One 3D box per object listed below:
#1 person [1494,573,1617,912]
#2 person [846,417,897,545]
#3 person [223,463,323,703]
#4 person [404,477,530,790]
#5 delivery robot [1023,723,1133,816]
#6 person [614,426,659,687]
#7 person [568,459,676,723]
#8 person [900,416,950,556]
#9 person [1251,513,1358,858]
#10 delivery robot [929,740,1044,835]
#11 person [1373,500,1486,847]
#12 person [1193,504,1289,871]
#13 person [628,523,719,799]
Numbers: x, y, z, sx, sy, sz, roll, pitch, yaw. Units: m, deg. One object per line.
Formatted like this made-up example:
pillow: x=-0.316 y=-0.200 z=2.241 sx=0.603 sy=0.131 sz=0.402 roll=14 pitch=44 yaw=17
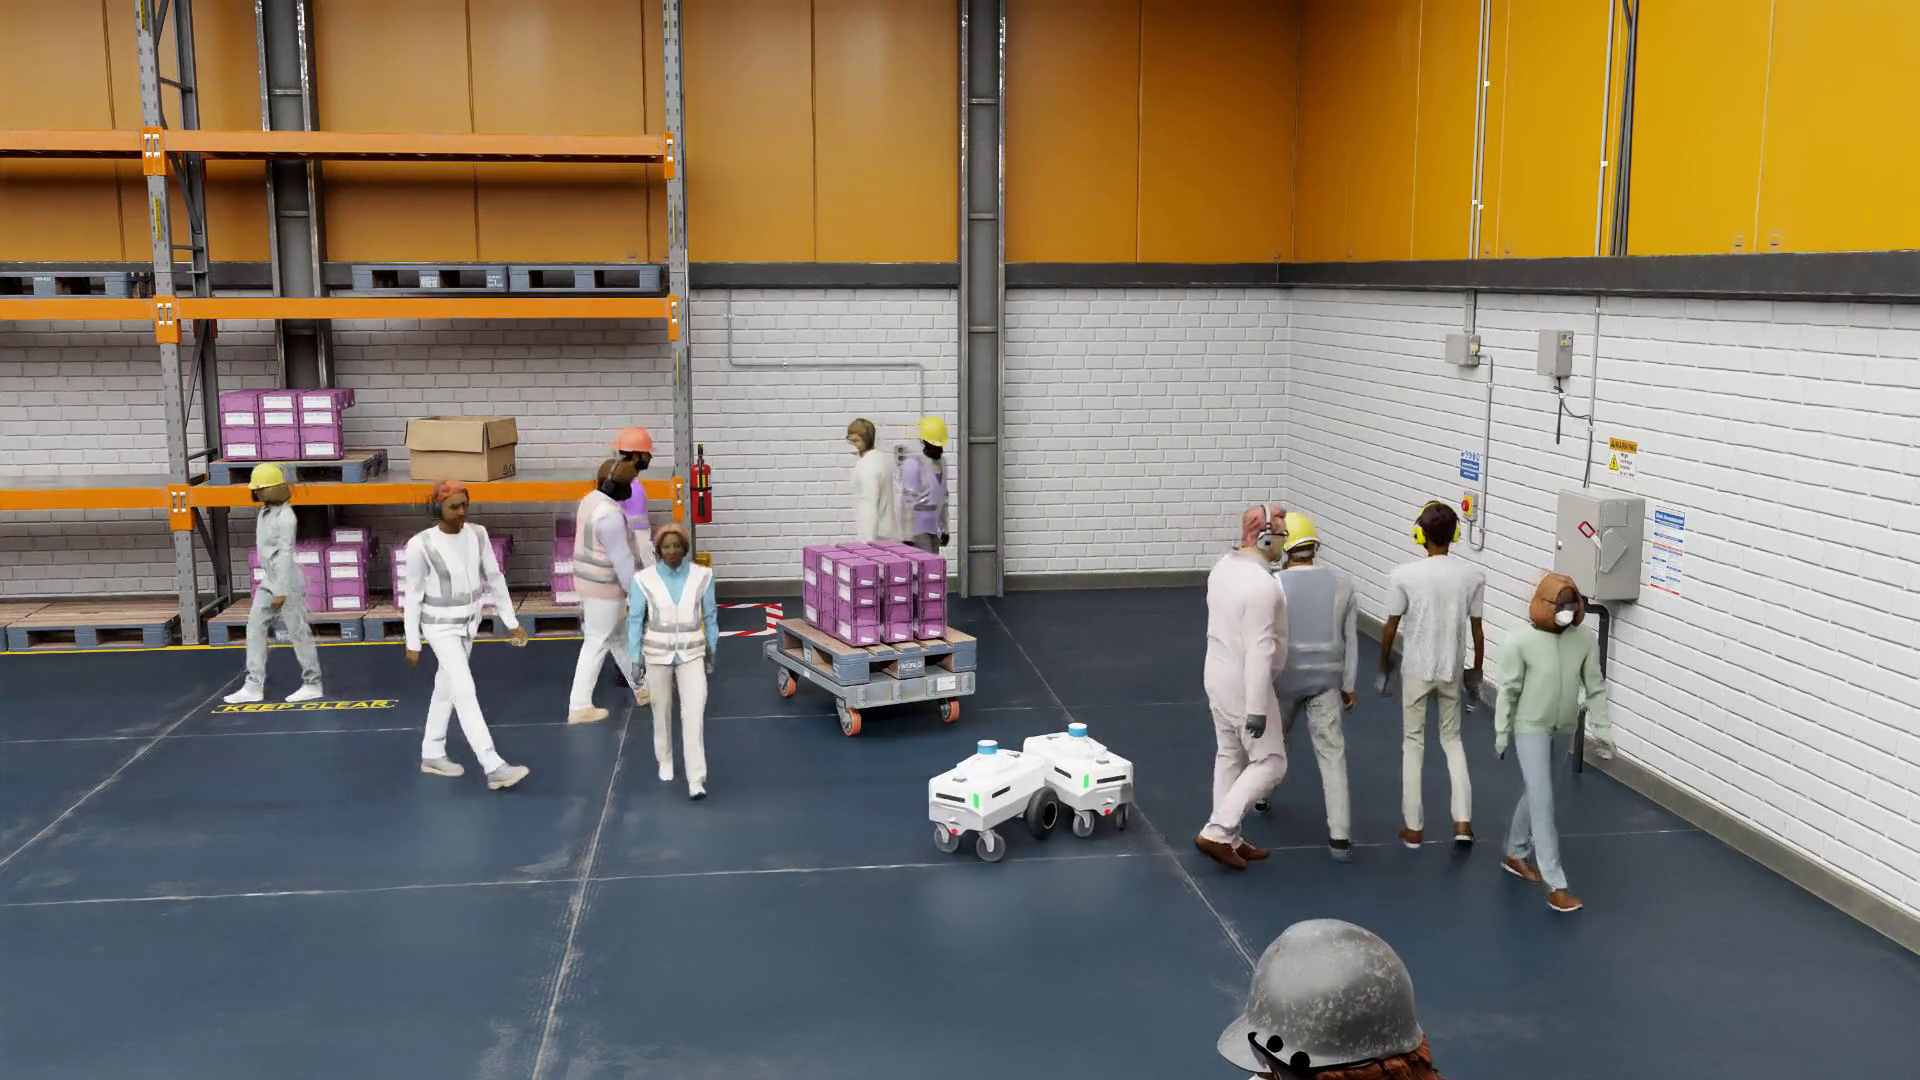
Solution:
person: x=2.881 y=0.958 z=8.006 sx=0.517 sy=1.592 sz=0.822 roll=-3 pitch=10 yaw=-17
person: x=-0.734 y=0.001 z=12.978 sx=0.479 sy=1.925 sz=0.698 roll=1 pitch=9 yaw=7
person: x=-4.851 y=0.320 z=11.623 sx=0.761 sy=1.706 sz=0.497 roll=-8 pitch=12 yaw=-41
person: x=-2.898 y=0.551 z=9.814 sx=0.974 sy=1.836 sz=0.596 roll=4 pitch=10 yaw=24
delivery robot: x=0.645 y=1.252 z=9.138 sx=0.477 sy=0.478 sz=0.707 roll=-5 pitch=10 yaw=-27
person: x=-2.359 y=0.129 z=12.180 sx=0.452 sy=1.921 sz=0.579 roll=-4 pitch=10 yaw=-25
person: x=-2.319 y=0.341 z=11.293 sx=0.829 sy=1.790 sz=0.647 roll=-4 pitch=10 yaw=-23
person: x=-0.265 y=-0.085 z=13.633 sx=0.481 sy=1.888 sz=0.721 roll=5 pitch=10 yaw=26
person: x=1.822 y=0.739 z=8.902 sx=0.615 sy=1.756 sz=1.042 roll=-1 pitch=9 yaw=-6
delivery robot: x=0.143 y=1.305 z=8.810 sx=0.477 sy=0.478 sz=0.707 roll=6 pitch=11 yaw=33
person: x=2.487 y=0.713 z=8.751 sx=0.537 sy=1.853 sz=0.396 roll=0 pitch=9 yaw=-3
person: x=1.450 y=0.752 z=8.408 sx=0.412 sy=1.886 sz=0.688 roll=-2 pitch=9 yaw=-13
person: x=-1.666 y=0.695 z=9.695 sx=0.537 sy=1.590 sz=0.864 roll=-2 pitch=9 yaw=-15
